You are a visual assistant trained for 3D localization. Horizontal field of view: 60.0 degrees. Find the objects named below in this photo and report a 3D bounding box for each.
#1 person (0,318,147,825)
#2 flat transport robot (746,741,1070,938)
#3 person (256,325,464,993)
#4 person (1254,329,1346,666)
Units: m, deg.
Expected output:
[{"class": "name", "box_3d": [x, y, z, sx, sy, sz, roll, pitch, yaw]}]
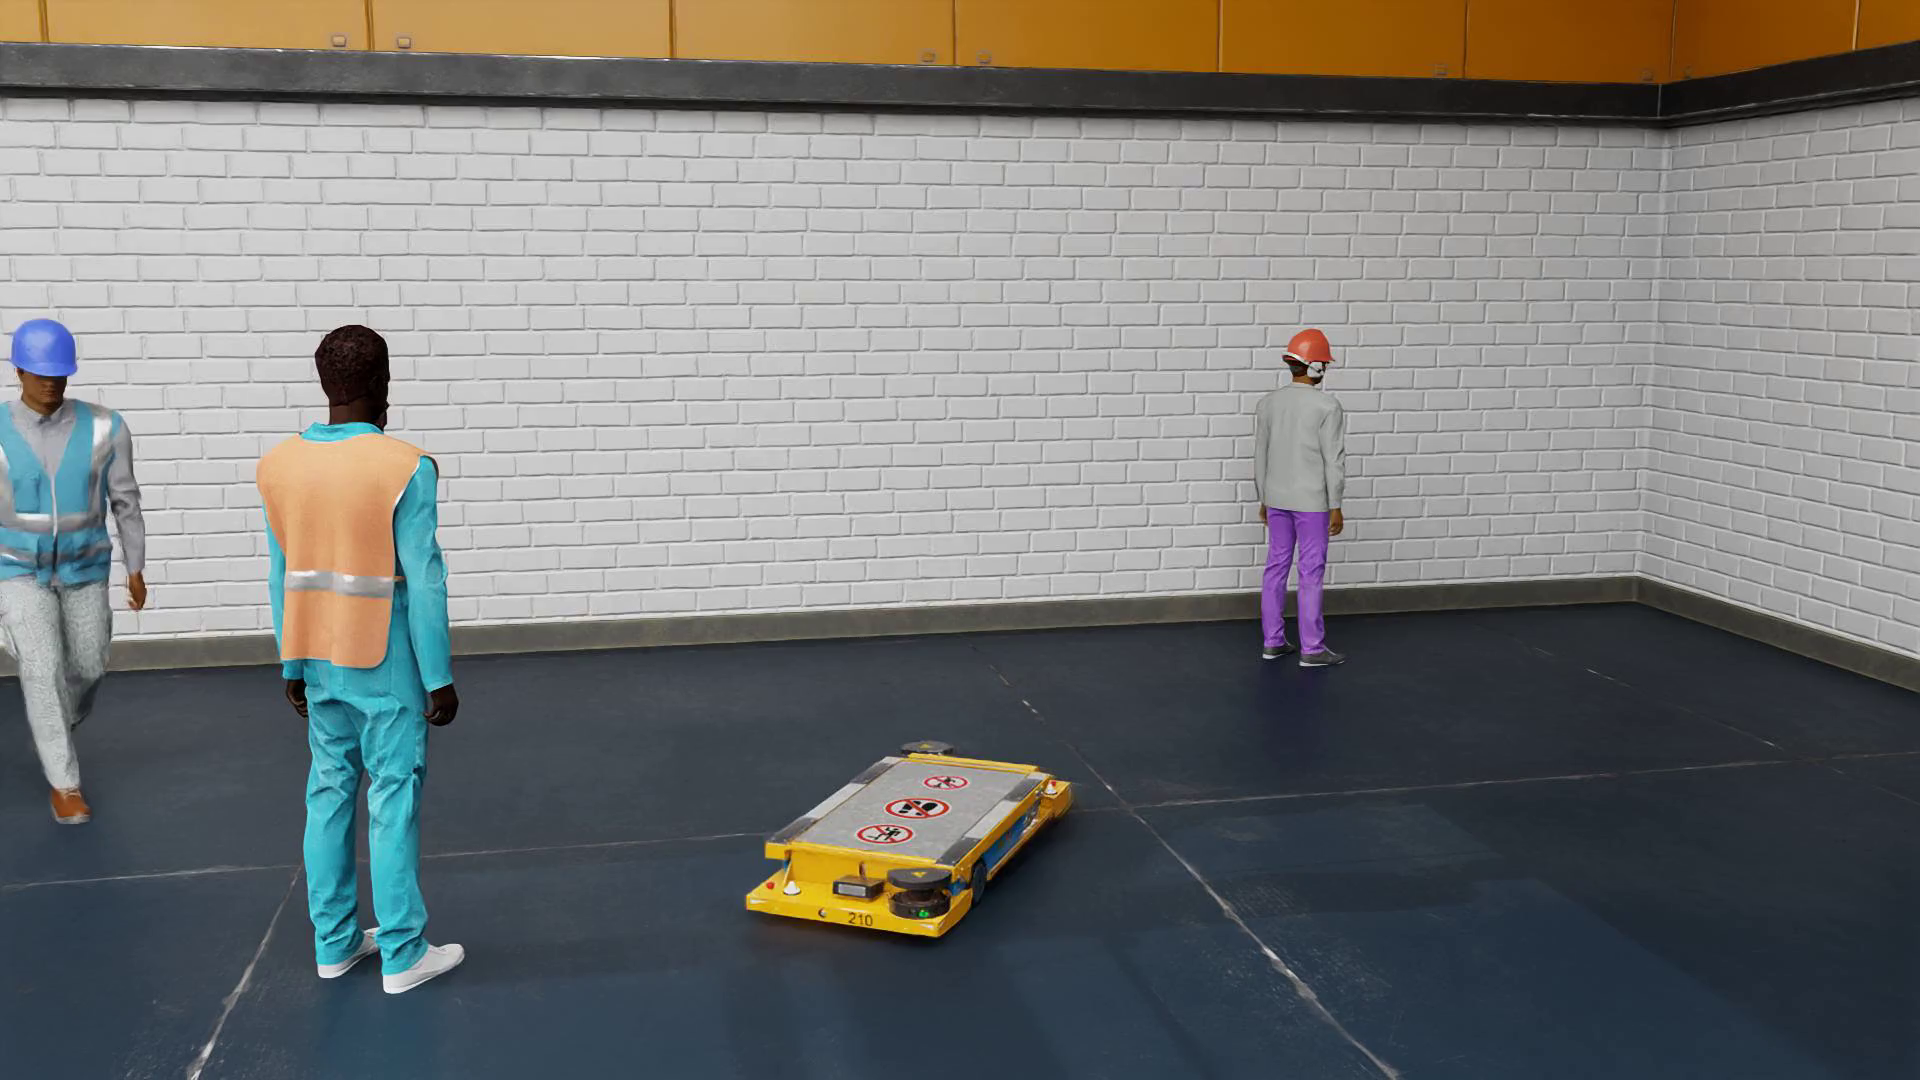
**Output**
[{"class": "person", "box_3d": [-3.486, 0.089, 6.401, 0.614, 1.903, 0.805, -7, 12, -37]}, {"class": "flat transport robot", "box_3d": [-0.127, 0.997, 5.783, 0.652, 0.197, 1.431, 3, 10, 20]}, {"class": "person", "box_3d": [-1.720, 0.359, 4.769, 0.587, 1.888, 0.397, 4, 10, 21]}, {"class": "person", "box_3d": [1.794, -0.224, 8.709, 0.337, 1.752, 0.564, -7, 12, -36]}]
